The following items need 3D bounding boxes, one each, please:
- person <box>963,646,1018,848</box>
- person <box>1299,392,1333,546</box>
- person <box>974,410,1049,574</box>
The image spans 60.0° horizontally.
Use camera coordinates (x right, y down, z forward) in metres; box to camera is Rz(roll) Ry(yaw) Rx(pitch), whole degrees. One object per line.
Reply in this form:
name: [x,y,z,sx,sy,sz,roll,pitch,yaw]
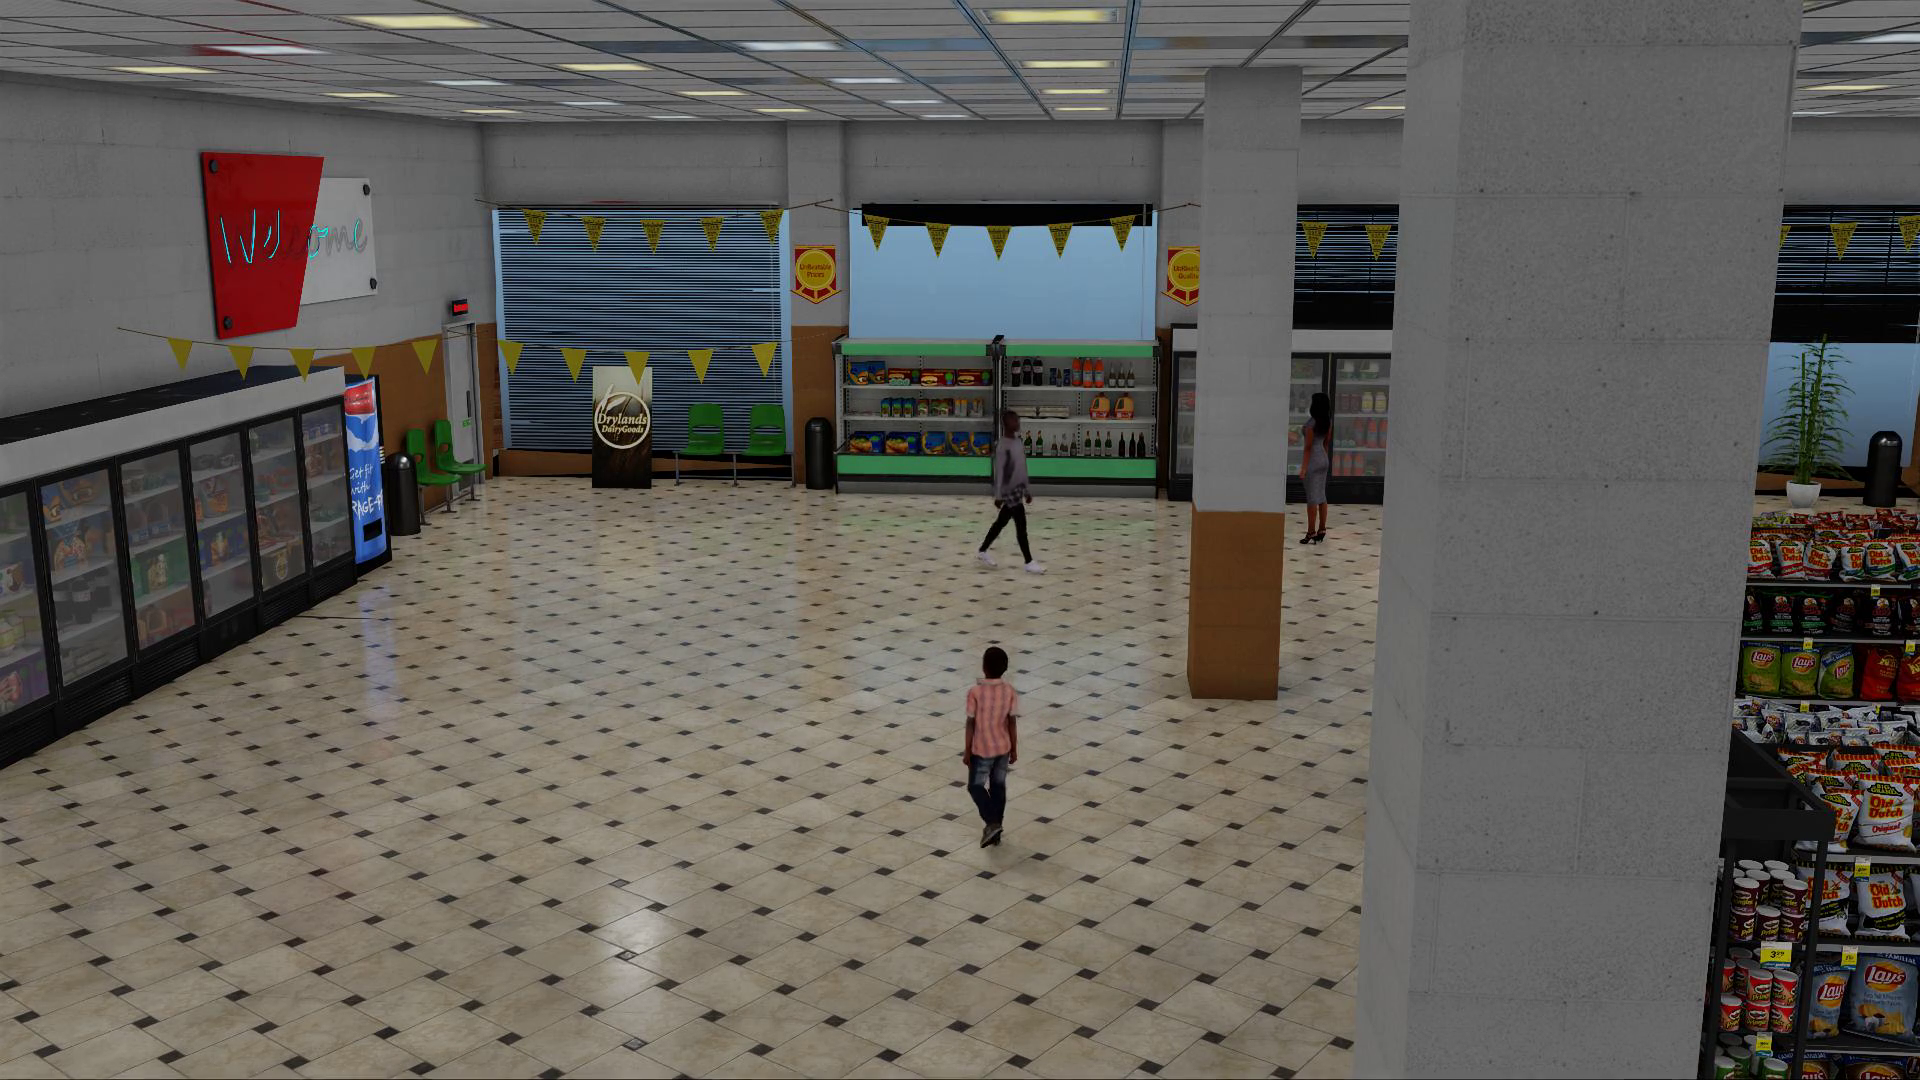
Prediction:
person: [0.208,1.312,10.397,0.695,1.300,0.713,-4,13,-20]
person: [4.170,-0.841,19.452,0.656,1.781,0.714,-10,15,-39]
person: [0.469,-0.511,18.002,1.230,1.735,0.947,7,14,29]
